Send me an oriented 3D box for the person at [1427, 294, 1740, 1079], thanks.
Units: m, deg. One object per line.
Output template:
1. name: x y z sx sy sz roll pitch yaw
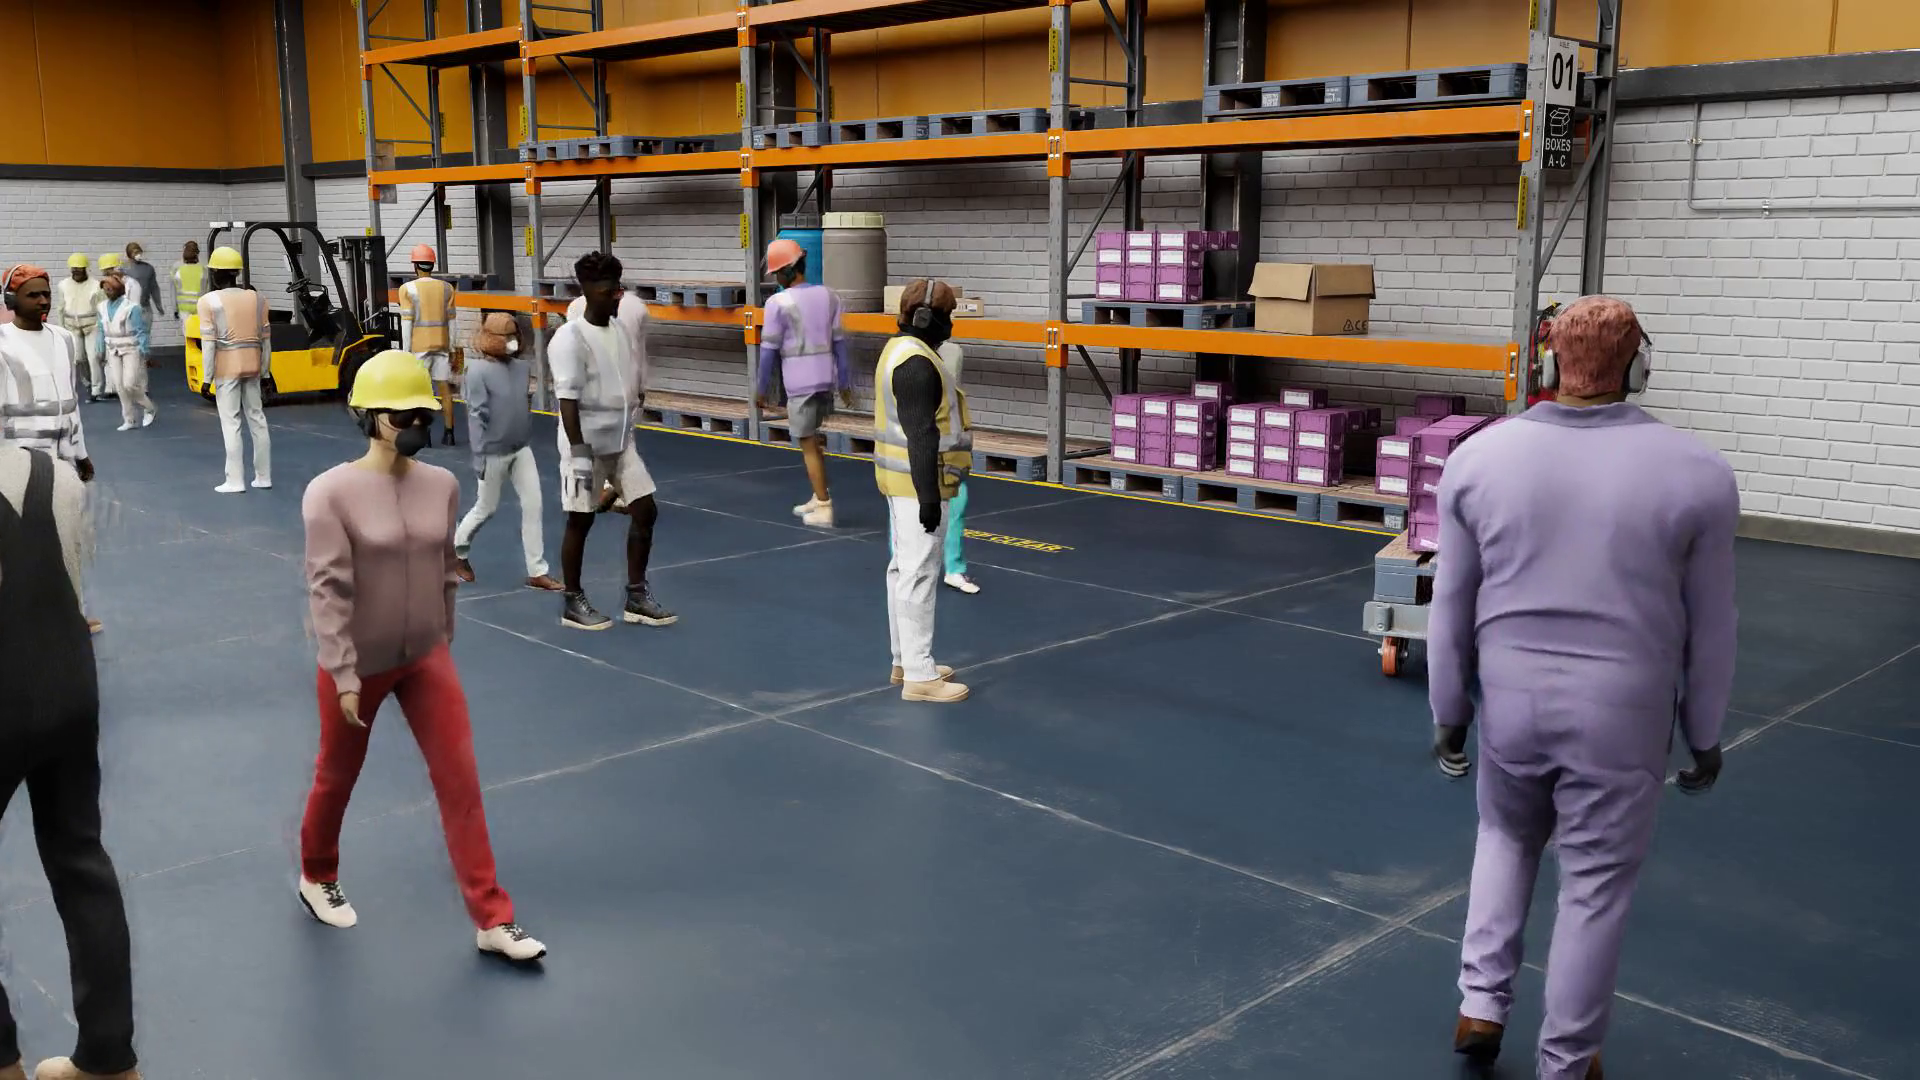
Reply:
1. person: 1.433 0.388 3.851 0.645 1.893 0.431 7 12 33

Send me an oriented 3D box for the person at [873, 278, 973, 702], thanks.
1. person: -0.160 -0.220 7.307 0.429 1.838 0.621 -2 11 -9

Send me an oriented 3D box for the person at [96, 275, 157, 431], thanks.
1. person: -8.655 -1.928 17.217 0.520 1.622 0.382 3 11 16

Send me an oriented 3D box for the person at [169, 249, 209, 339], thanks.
1. person: -11.564 -3.479 25.138 0.628 1.812 0.616 -3 11 -17

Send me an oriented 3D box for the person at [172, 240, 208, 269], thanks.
1. person: -12.419 -3.888 27.026 0.631 1.940 0.372 -6 12 -31

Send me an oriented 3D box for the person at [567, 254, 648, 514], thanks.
1. person: -2.544 -1.109 12.014 0.657 1.889 0.434 -8 13 -38

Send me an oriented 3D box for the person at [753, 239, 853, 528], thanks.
1. person: -1.123 -1.074 11.537 0.626 1.995 0.657 8 13 39

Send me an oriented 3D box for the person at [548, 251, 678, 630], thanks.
1. person: -1.764 -0.482 8.441 0.740 1.936 0.633 5 12 25

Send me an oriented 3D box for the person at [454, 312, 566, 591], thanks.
1. person: -2.658 -0.512 9.537 0.794 1.599 0.510 6 12 29

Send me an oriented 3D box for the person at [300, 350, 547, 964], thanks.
1. person: -1.611 0.324 4.681 0.948 1.716 0.533 8 13 38

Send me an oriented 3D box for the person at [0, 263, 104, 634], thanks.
1. person: -4.577 -0.421 8.268 0.337 1.882 0.585 3 11 16

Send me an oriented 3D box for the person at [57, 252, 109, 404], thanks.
1. person: -10.553 -2.555 20.076 0.623 1.818 0.504 -1 10 -4

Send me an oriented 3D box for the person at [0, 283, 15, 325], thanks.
1. person: -8.291 -1.462 14.313 0.536 1.755 0.517 -7 12 -32

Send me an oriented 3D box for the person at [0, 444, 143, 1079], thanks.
1. person: -2.202 0.430 3.805 0.613 1.820 0.548 5 11 23

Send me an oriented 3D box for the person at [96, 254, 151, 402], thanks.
1. person: -10.226 -2.557 20.172 0.573 1.786 0.754 2 11 11

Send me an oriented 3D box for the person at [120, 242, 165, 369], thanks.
1. person: -12.259 -3.481 24.903 0.407 1.923 0.768 4 11 20

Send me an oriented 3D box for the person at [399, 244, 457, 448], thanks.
1. person: -5.096 -1.854 15.932 0.551 1.936 0.356 -9 14 -40

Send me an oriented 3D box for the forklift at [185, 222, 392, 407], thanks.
1. forklift: -8.169 -2.758 20.163 2.313 2.155 1.214 -10 14 -44

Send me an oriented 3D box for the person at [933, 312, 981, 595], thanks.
1. person: -0.159 -0.536 9.299 0.531 1.732 0.692 -7 13 -35

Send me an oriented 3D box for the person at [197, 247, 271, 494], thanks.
1. person: -5.707 -1.329 13.097 0.367 1.927 0.594 7 12 33
